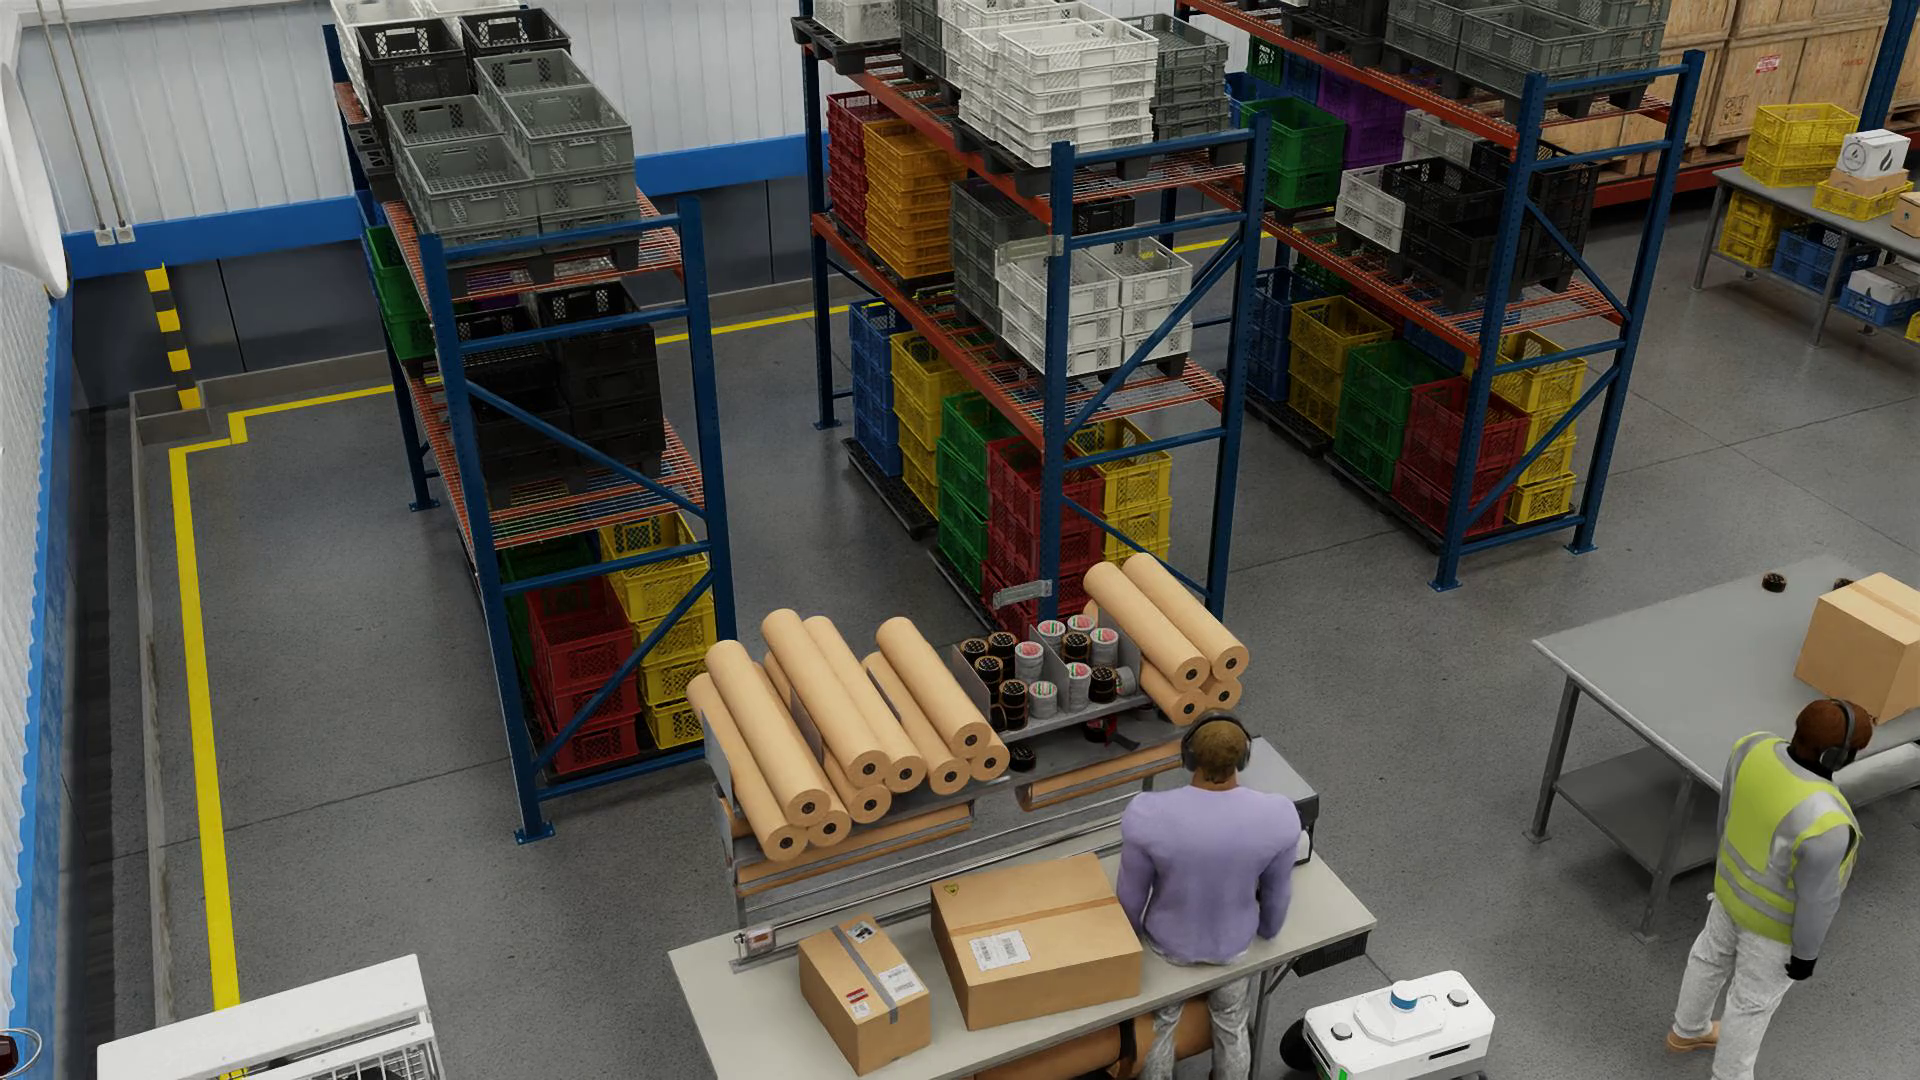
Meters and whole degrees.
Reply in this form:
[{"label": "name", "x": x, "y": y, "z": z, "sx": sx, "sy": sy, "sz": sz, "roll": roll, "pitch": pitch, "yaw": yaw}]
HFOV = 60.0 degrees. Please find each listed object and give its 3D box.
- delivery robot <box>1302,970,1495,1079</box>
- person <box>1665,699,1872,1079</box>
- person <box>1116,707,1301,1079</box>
[{"label": "delivery robot", "x": 1.702, "y": 1.921, "z": 6.470, "sx": 0.707, "sy": 0.478, "sz": 0.477, "roll": -10, "pitch": 33, "yaw": -16}, {"label": "person", "x": 3.050, "y": 1.359, "z": 6.255, "sx": 0.429, "sy": 1.838, "sz": 0.621, "roll": -4, "pitch": 32, "yaw": -7}, {"label": "person", "x": 0.874, "y": 1.428, "z": 6.061, "sx": 0.627, "sy": 1.930, "sz": 0.372, "roll": 0, "pitch": 32, "yaw": 0}]
